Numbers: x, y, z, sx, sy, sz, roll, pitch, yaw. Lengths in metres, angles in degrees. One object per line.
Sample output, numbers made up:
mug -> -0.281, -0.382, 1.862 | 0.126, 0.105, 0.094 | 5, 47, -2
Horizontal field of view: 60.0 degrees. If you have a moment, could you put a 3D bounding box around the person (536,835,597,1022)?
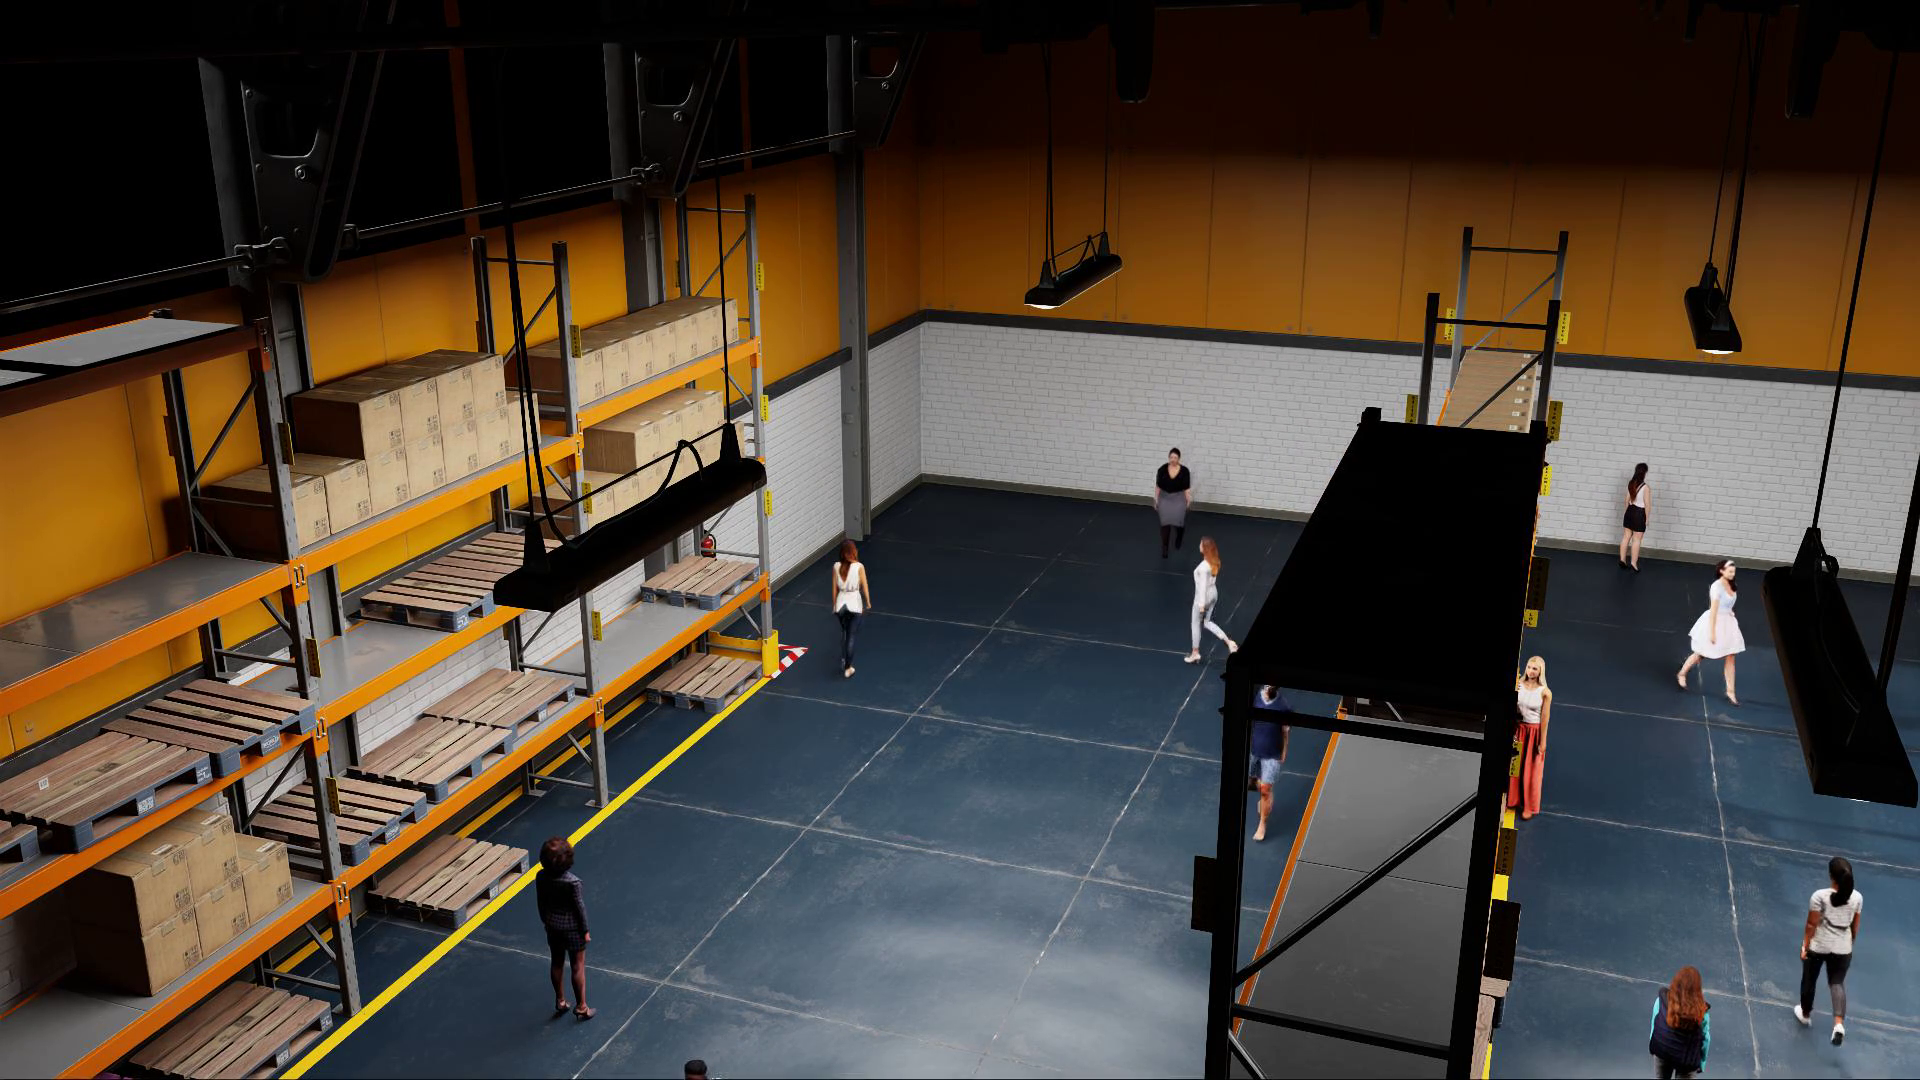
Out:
person -> -3.302, 3.247, 13.900 | 0.622, 1.703, 0.550 | 8, 20, 22

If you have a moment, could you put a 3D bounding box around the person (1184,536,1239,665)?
person -> 3.196, 0.801, 21.087 | 0.761, 1.751, 0.931 | 11, 21, 28

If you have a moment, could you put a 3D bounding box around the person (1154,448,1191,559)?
person -> 3.230, -0.578, 25.198 | 0.668, 1.741, 0.749 | 6, 20, 18

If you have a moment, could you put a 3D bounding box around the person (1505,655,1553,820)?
person -> 5.922, 2.034, 17.350 | 0.739, 1.799, 0.720 | -17, 25, -41

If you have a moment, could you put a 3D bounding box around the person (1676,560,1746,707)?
person -> 9.093, 1.095, 20.175 | 1.118, 1.776, 1.117 | -12, 22, -31

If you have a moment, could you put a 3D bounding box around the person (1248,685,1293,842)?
person -> 3.139, 2.128, 17.024 | 0.730, 1.829, 0.969 | 11, 21, 29

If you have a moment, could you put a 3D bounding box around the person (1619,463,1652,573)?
person -> 10.009, -0.339, 24.632 | 0.686, 1.649, 0.641 | -10, 21, -28

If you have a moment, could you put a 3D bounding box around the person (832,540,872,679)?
person -> -1.410, 0.889, 20.800 | 0.607, 1.767, 0.707 | 6, 19, 17

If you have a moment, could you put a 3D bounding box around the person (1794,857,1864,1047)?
person -> 7.153, 3.378, 13.630 | 0.693, 1.627, 0.973 | 2, 19, 7

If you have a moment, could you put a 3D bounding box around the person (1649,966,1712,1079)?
person -> 5.355, 3.848, 12.430 | 0.650, 1.501, 0.679 | 15, 24, 37
